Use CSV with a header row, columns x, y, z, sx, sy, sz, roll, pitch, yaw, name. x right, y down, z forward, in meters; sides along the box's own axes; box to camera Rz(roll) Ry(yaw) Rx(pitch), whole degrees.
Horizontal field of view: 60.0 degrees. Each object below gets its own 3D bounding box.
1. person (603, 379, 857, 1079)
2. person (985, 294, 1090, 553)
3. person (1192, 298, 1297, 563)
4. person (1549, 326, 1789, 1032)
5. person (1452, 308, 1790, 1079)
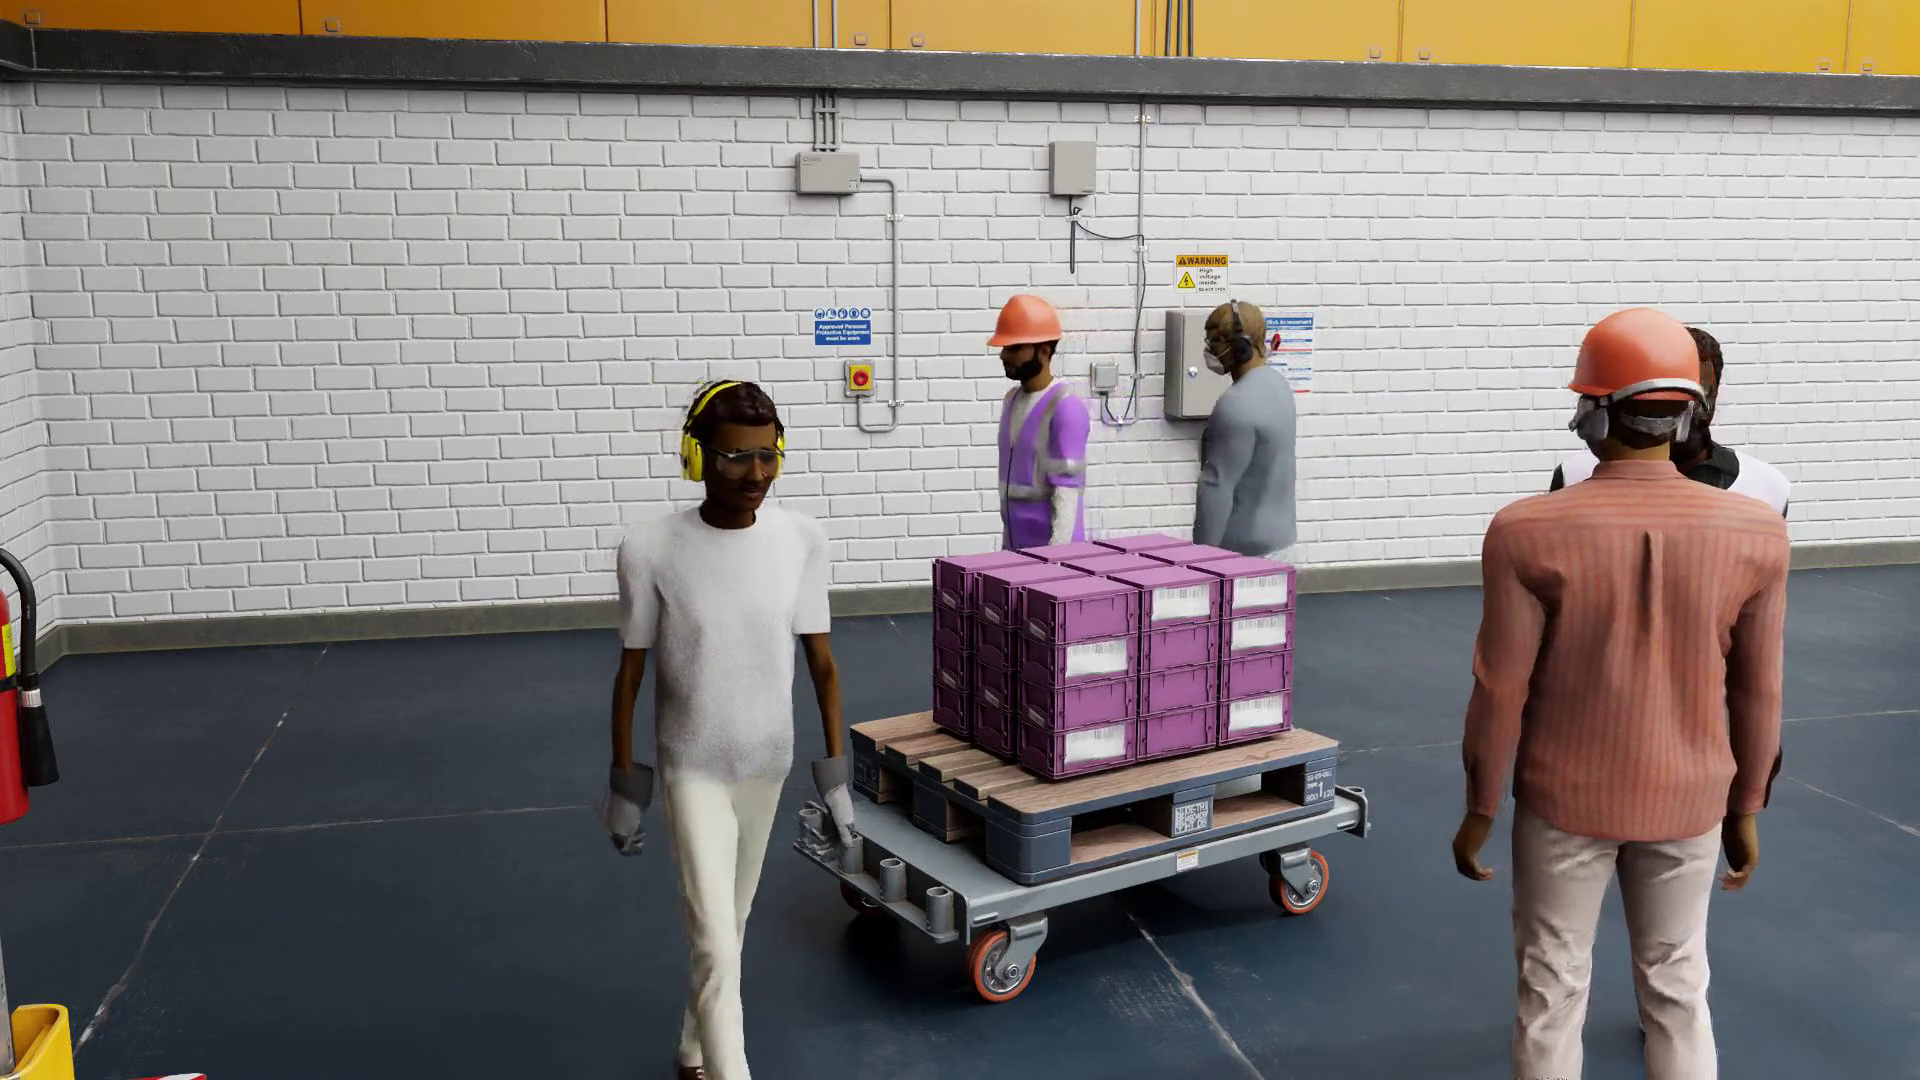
x,y,z,sx,sy,sz,roll,pitch,yaw,name
-0.476,0.565,3.713,0.503,1.816,0.949,-6,12,-32,person
0.285,0.025,6.418,0.413,1.923,0.541,-6,12,-31,person
1.073,0.037,6.396,0.437,1.914,0.626,4,11,20,person
1.774,0.414,4.272,0.587,1.920,0.388,2,10,8,person
1.339,0.529,3.435,0.649,1.994,0.424,0,10,2,person
